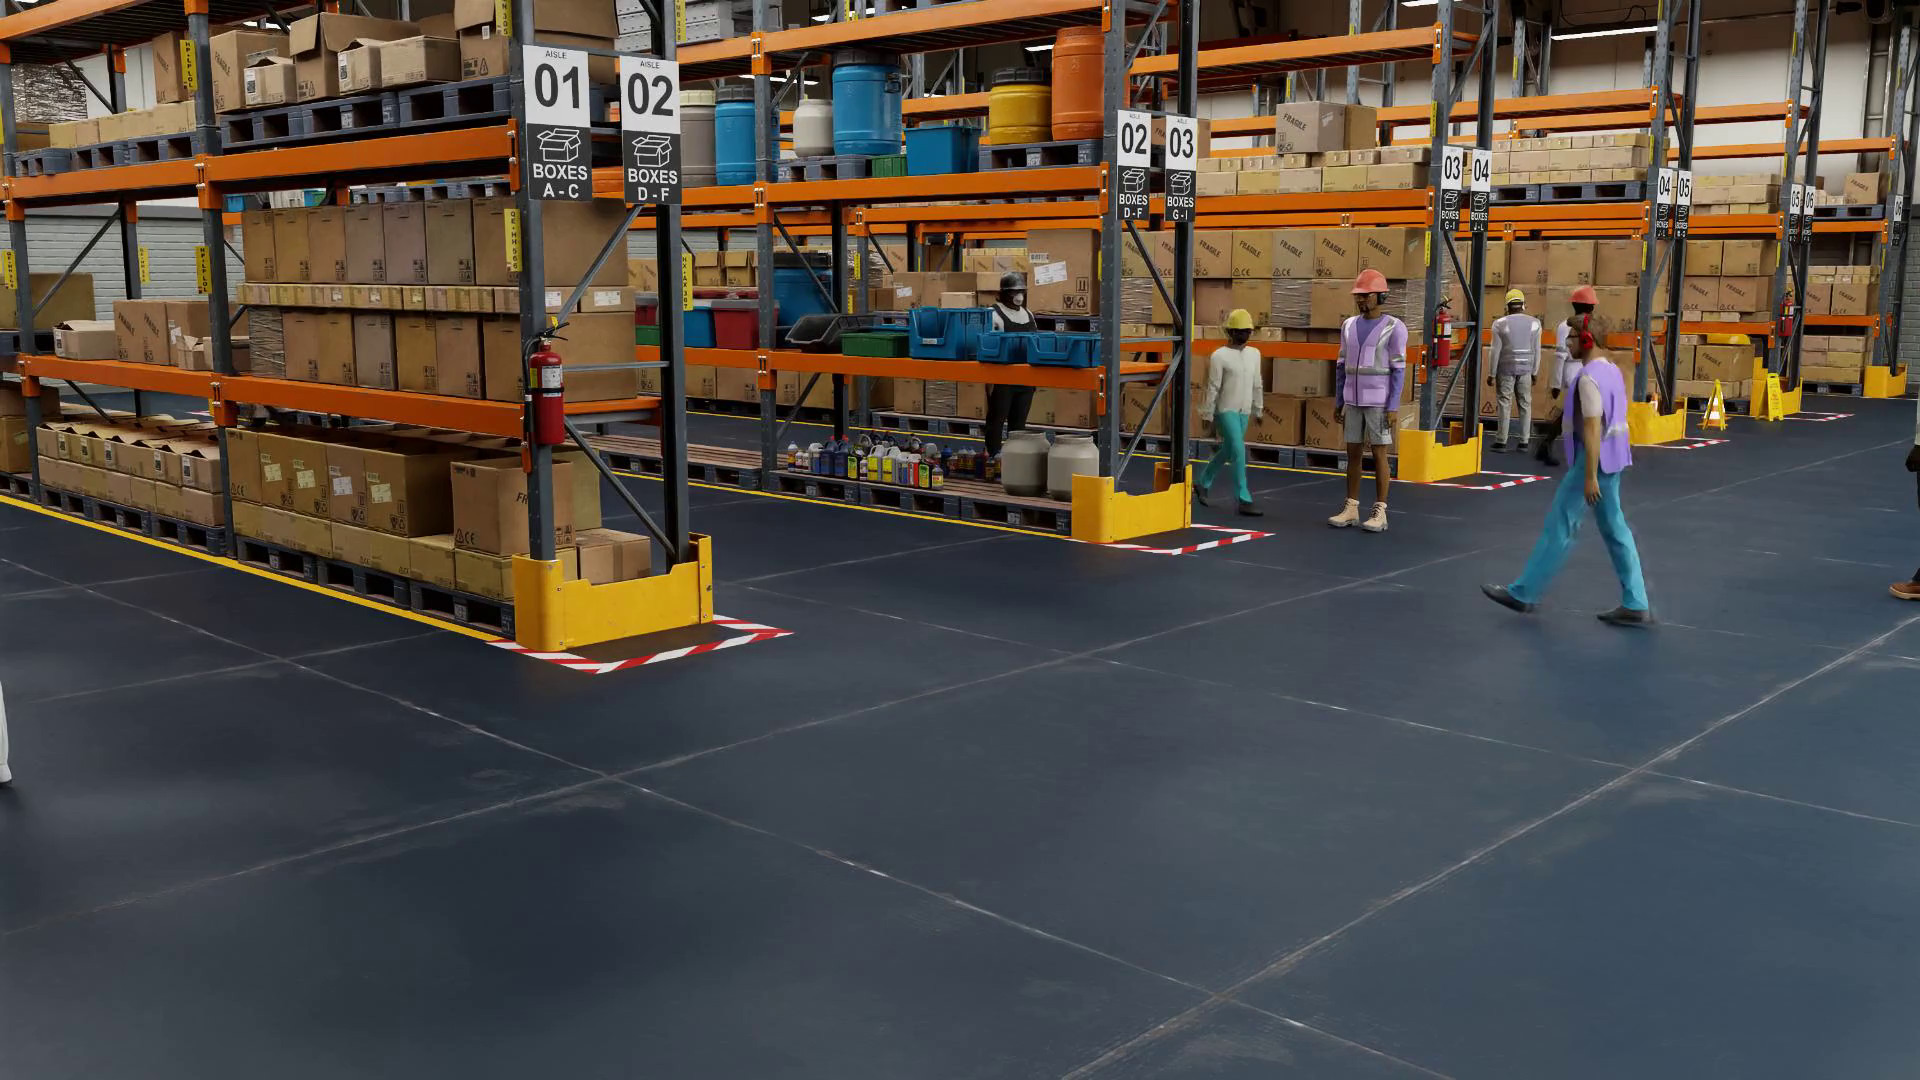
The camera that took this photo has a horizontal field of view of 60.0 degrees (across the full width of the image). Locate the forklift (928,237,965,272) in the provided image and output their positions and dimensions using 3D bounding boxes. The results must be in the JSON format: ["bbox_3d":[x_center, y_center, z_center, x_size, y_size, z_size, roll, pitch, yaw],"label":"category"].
[{"bbox_3d":[-0.326,-5.817,39.609,1.129,2.768,1.873,9,13,43],"label":"forklift"}]

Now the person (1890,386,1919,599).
[{"bbox_3d":[6.121,-0.621,10.327,0.622,1.993,0.382,-5,10,-26],"label":"person"}]

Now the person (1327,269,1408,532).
[{"bbox_3d":[3.201,-1.096,13.098,0.374,2.044,0.607,-8,12,-41],"label":"person"}]

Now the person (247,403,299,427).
[{"bbox_3d":[-6.795,-1.566,16.326,0.614,1.936,0.902,-8,12,-39],"label":"person"}]

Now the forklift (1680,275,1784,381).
[{"bbox_3d":[12.480,-3.427,27.053,1.214,2.155,2.313,9,13,43],"label":"forklift"}]

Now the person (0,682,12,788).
[{"bbox_3d":[-3.931,0.201,6.409,0.315,1.629,0.508,2,9,12],"label":"person"}]

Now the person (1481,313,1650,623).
[{"bbox_3d":[3.621,-0.422,9.726,0.975,1.786,0.587,7,11,36],"label":"person"}]

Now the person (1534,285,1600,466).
[{"bbox_3d":[6.345,-1.673,17.128,0.546,1.892,0.977,-8,12,-39],"label":"person"}]

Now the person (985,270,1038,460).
[{"bbox_3d":[0.528,-1.580,16.202,0.674,2.000,0.535,-8,12,-40],"label":"person"}]

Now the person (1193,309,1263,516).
[{"bbox_3d":[2.276,-1.107,14.147,0.530,1.725,0.884,-6,11,-34],"label":"person"}]

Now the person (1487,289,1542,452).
[{"bbox_3d":[6.217,-1.900,18.702,0.588,1.822,0.403,-1,9,-3],"label":"person"}]
